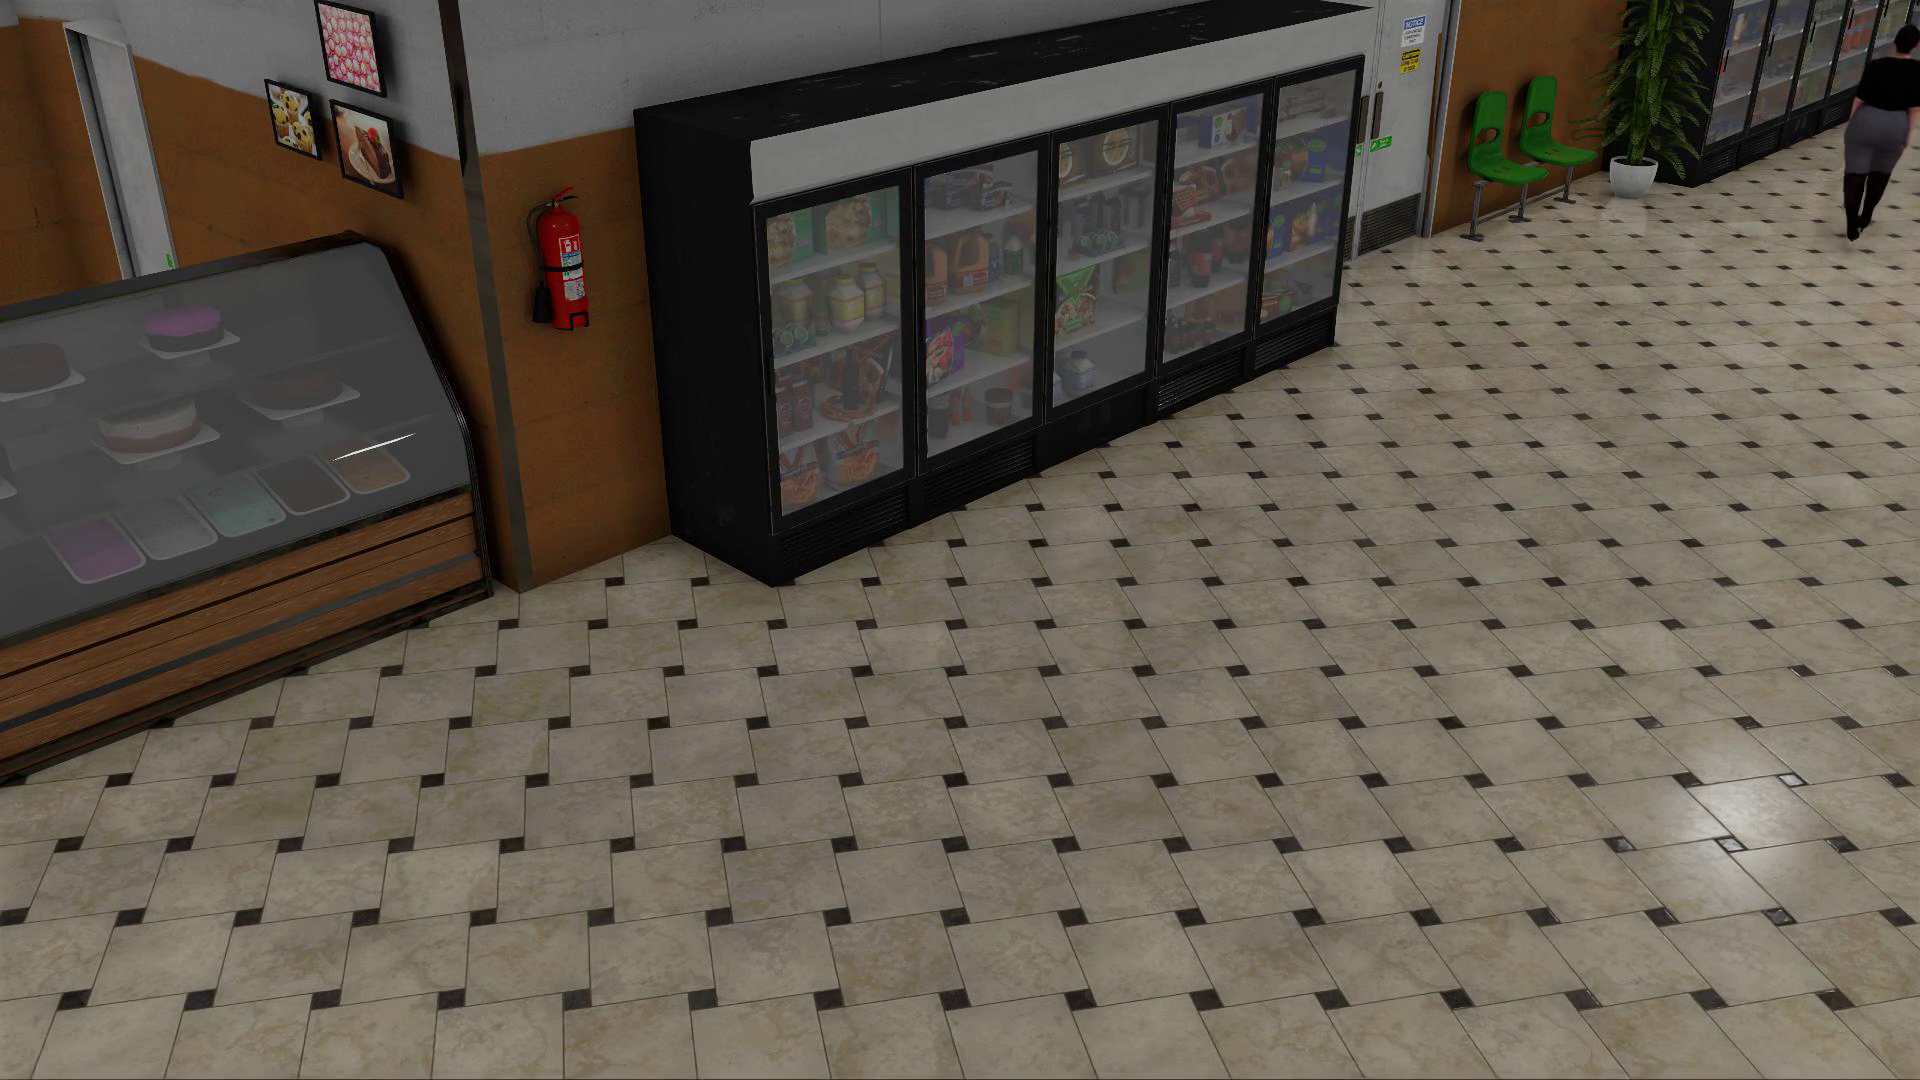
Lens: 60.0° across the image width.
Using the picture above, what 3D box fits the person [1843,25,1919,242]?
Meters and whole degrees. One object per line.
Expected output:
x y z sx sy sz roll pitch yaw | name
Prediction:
7.490 -3.275 13.577 1.115 1.727 0.979 11 29 21 | person
